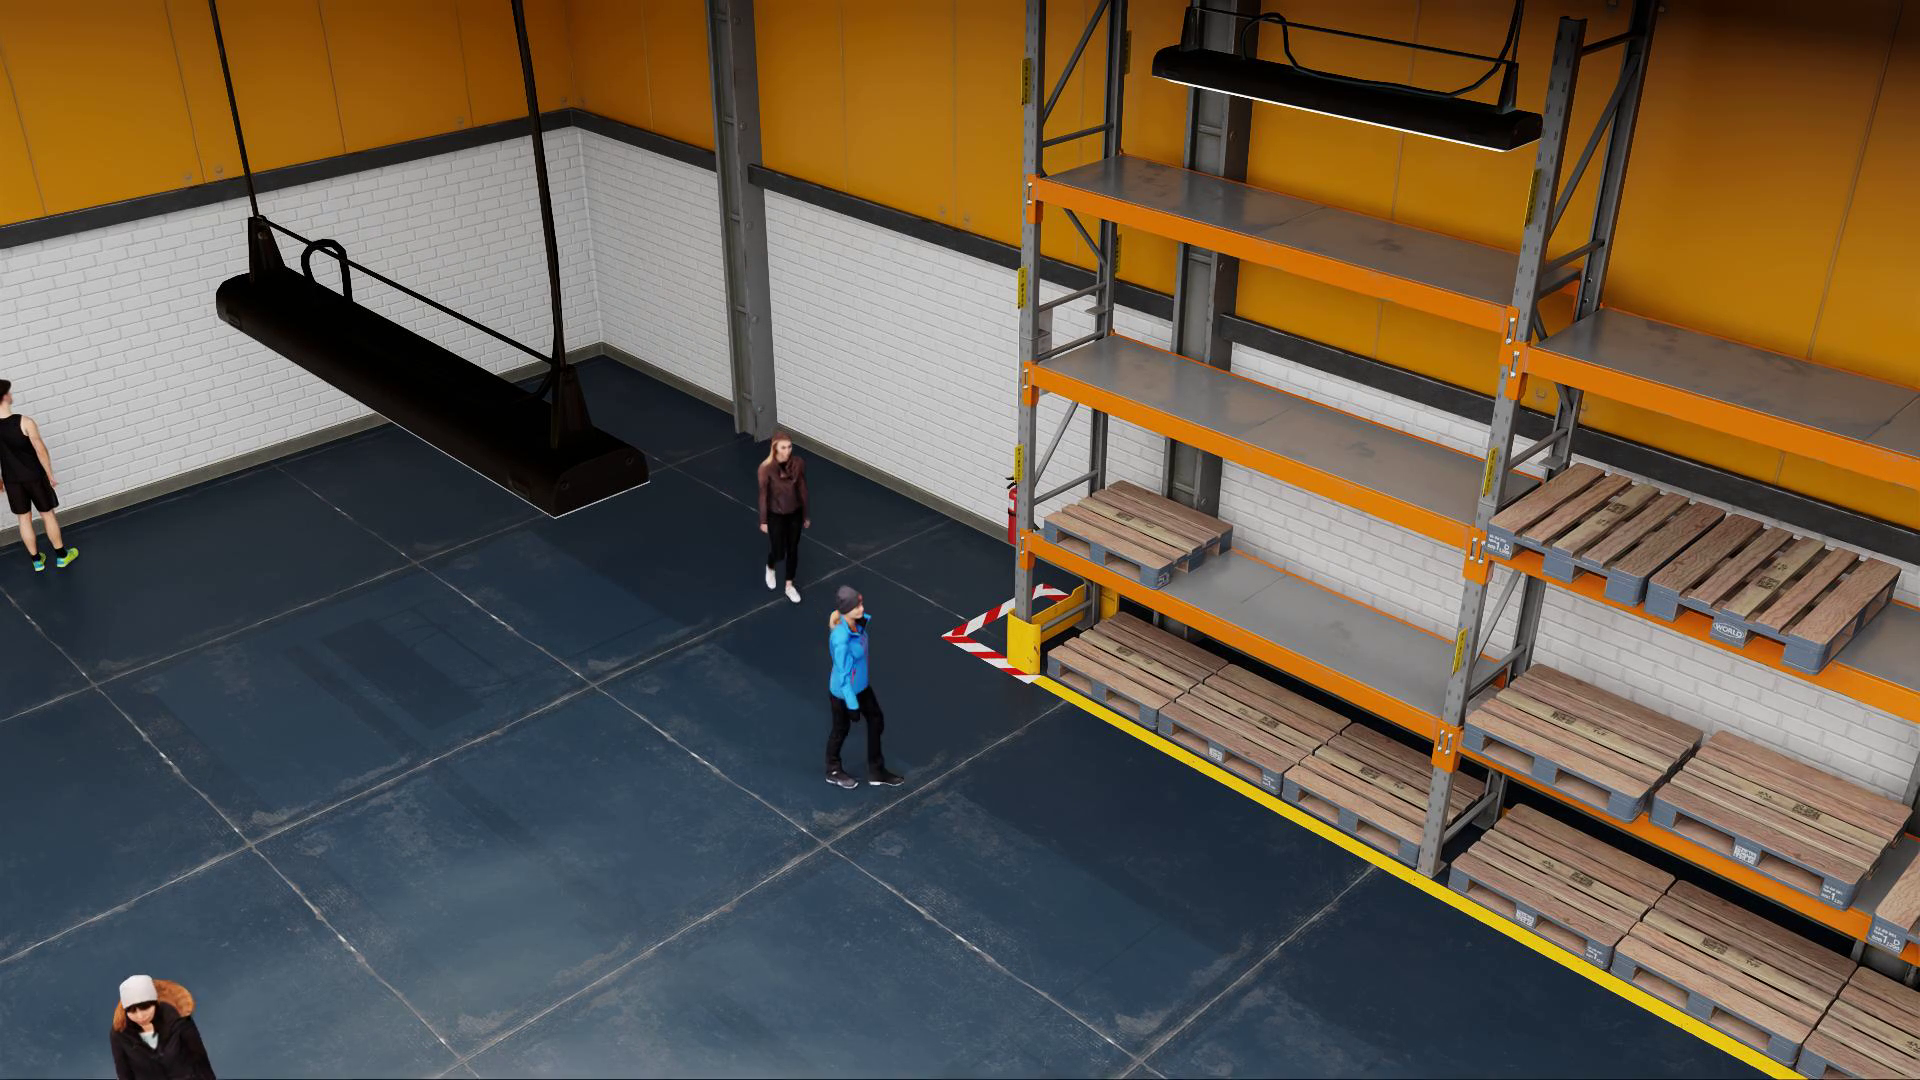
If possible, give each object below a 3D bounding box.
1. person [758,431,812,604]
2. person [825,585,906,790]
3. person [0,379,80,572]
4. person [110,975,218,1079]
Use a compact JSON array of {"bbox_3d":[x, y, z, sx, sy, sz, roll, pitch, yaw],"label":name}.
[{"bbox_3d":[-1.621,-0.249,15.083,0.701,1.694,0.767,-15,32,-25],"label":"person"},{"bbox_3d":[-0.908,1.120,12.488,0.963,1.775,0.828,10,30,18],"label":"person"},{"bbox_3d":[-8.730,-0.596,15.513,0.764,1.892,0.772,-6,29,-11],"label":"person"},{"bbox_3d":[-4.373,2.986,9.223,0.684,1.626,0.667,-15,32,-26],"label":"person"}]
